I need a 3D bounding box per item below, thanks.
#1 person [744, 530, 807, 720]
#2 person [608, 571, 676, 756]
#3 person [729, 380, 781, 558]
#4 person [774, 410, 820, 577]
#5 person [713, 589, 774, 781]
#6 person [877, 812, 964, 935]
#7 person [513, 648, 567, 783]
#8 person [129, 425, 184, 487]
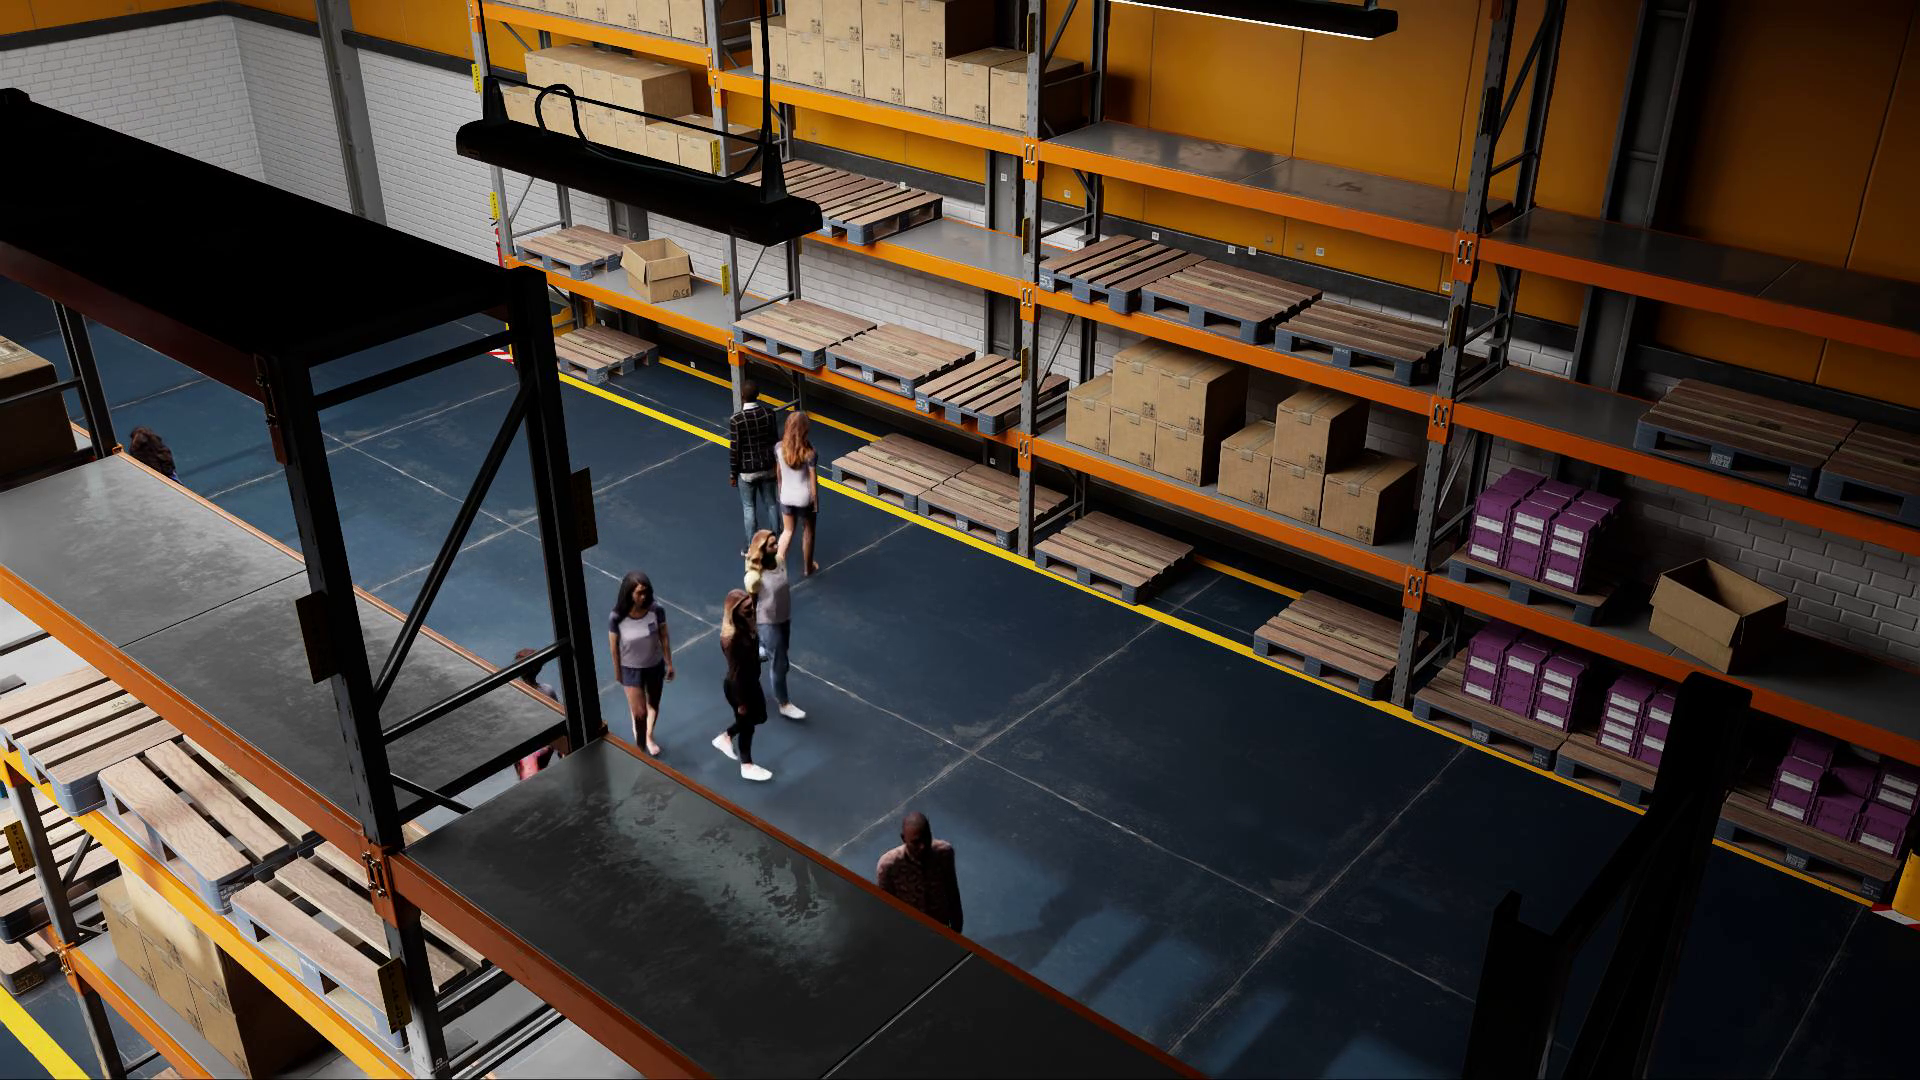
[{"bbox_3d":[-1.603,0.662,13.542,1.044,1.708,0.750,15,32,26],"label":"person"},{"bbox_3d":[-2.504,0.944,13.044,0.721,1.688,0.814,-14,32,-24],"label":"person"},{"bbox_3d":[-1.949,-0.670,15.866,0.735,1.820,0.694,-14,32,-24],"label":"person"},{"bbox_3d":[-1.539,-0.338,15.375,0.953,1.707,0.842,11,31,20],"label":"person"},{"bbox_3d":[-1.733,1.113,12.731,0.856,1.692,0.770,7,29,12],"label":"person"},{"bbox_3d":[-0.273,2.378,10.310,0.994,1.790,1.237,-13,31,-23],"label":"person"},{"bbox_3d":[-3.023,1.585,11.943,0.712,1.618,1.202,-24,37,-36],"label":"person"},{"bbox_3d":[-7.429,-0.332,15.462,0.526,1.614,0.589,22,36,35],"label":"person"}]
